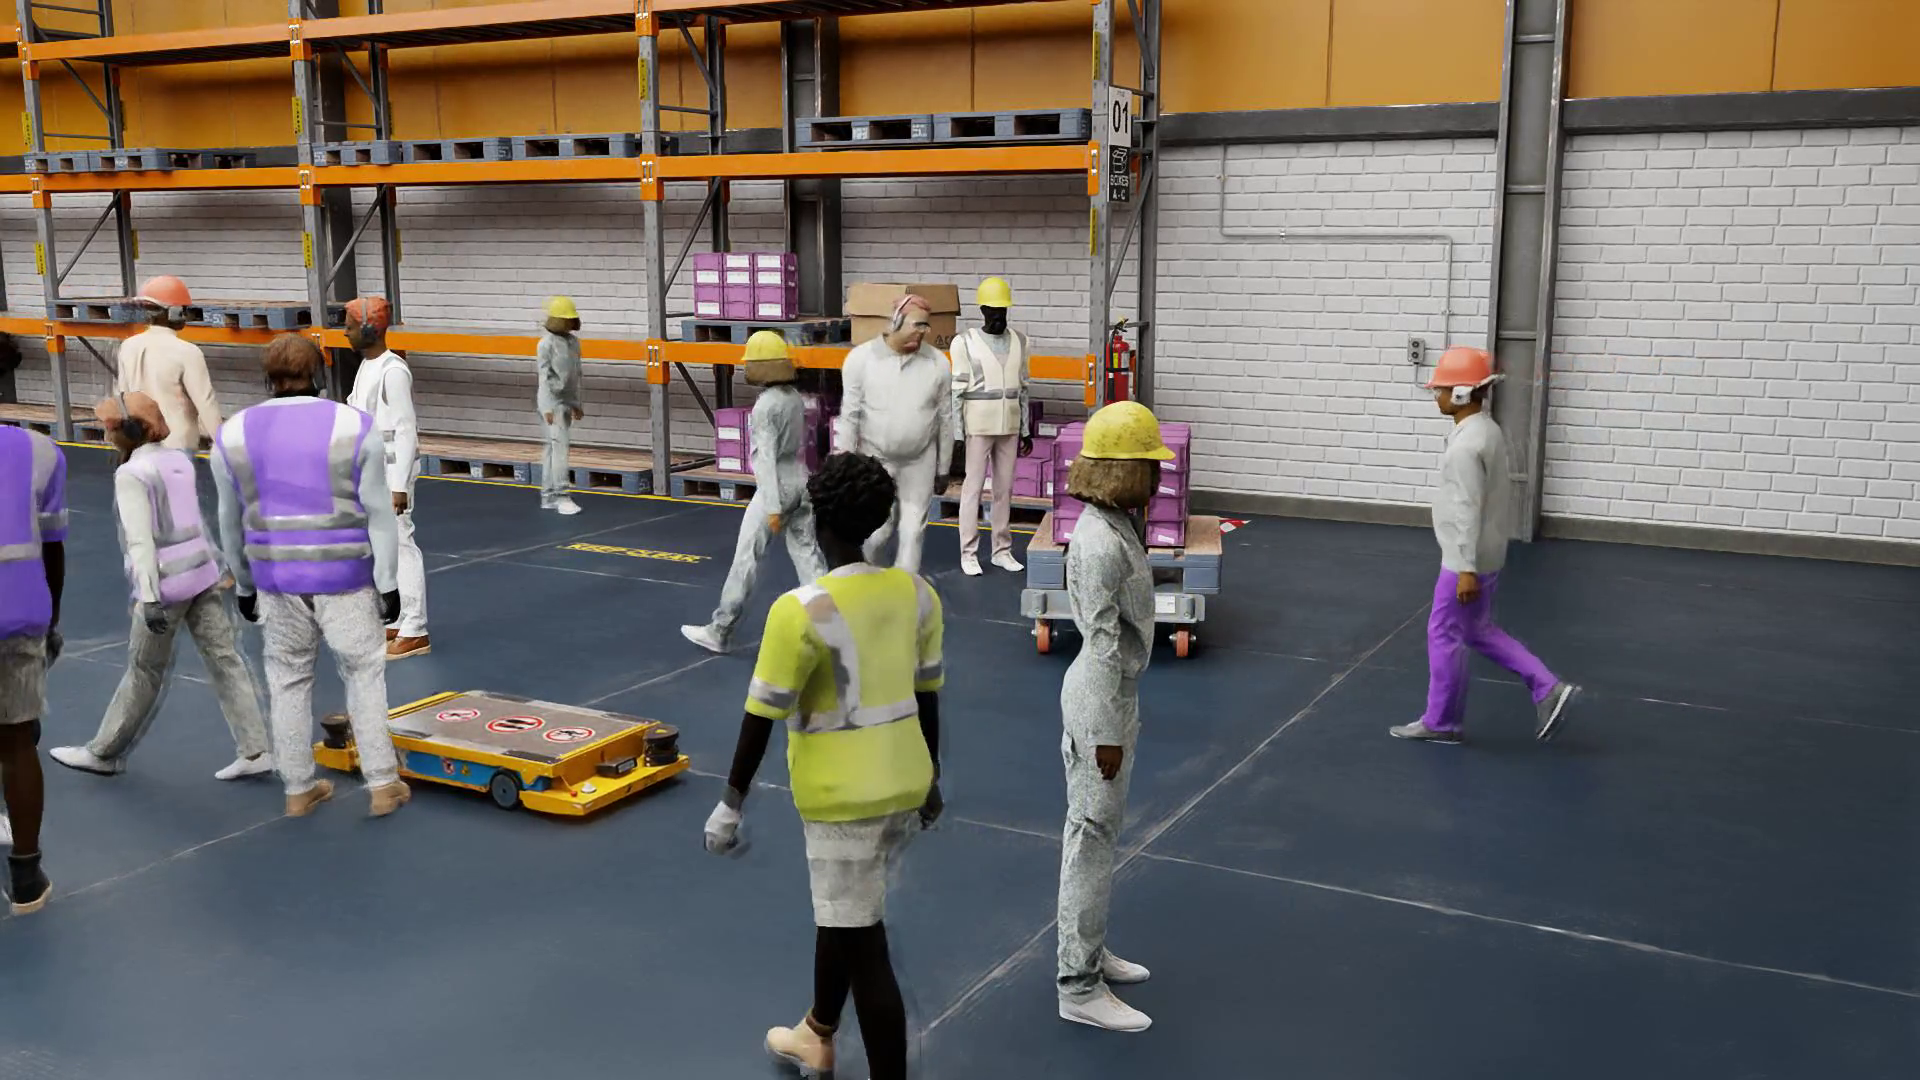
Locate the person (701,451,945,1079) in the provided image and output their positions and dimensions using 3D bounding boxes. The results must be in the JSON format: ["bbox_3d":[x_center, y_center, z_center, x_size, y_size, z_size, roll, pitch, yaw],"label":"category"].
[{"bbox_3d":[-0.350,0.620,4.066,0.721,1.661,0.605,7,12,33],"label":"person"}]

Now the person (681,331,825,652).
[{"bbox_3d":[-1.027,-0.227,8.639,0.855,1.702,0.497,4,11,23],"label":"person"}]

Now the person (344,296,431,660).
[{"bbox_3d":[-2.992,-0.321,8.664,0.337,1.881,0.583,-7,13,-34],"label":"person"}]

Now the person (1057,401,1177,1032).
[{"bbox_3d":[0.433,0.480,4.659,0.315,1.742,0.492,1,10,7],"label":"person"}]

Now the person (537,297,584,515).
[{"bbox_3d":[-3.160,-1.065,13.214,0.569,1.712,0.492,3,11,18],"label":"person"}]

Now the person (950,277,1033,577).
[{"bbox_3d":[0.218,-0.730,10.786,0.594,1.925,0.378,-6,12,-29],"label":"person"}]

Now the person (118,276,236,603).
[{"bbox_3d":[-4.594,-0.584,9.917,0.659,1.942,0.996,5,12,27],"label":"person"}]

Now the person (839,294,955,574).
[{"bbox_3d":[-0.353,-0.438,9.322,0.664,1.876,0.499,-2,11,-11],"label":"person"}]

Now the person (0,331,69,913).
[{"bbox_3d":[-3.179,0.285,5.249,0.385,1.918,0.810,5,12,28],"label":"person"}]

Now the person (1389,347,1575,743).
[{"bbox_3d":[2.251,0.045,7.080,0.678,1.729,0.576,5,12,26],"label":"person"}]

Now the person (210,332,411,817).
[{"bbox_3d":[-2.412,0.146,6.229,0.638,1.839,0.429,-1,10,-7],"label":"person"}]

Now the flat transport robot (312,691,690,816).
[{"bbox_3d":[-1.876,0.832,6.765,1.431,0.197,0.652,5,12,27],"label":"flat transport robot"}]

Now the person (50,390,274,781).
[{"bbox_3d":[-3.189,0.199,6.597,0.881,1.588,0.546,1,10,5],"label":"person"}]
